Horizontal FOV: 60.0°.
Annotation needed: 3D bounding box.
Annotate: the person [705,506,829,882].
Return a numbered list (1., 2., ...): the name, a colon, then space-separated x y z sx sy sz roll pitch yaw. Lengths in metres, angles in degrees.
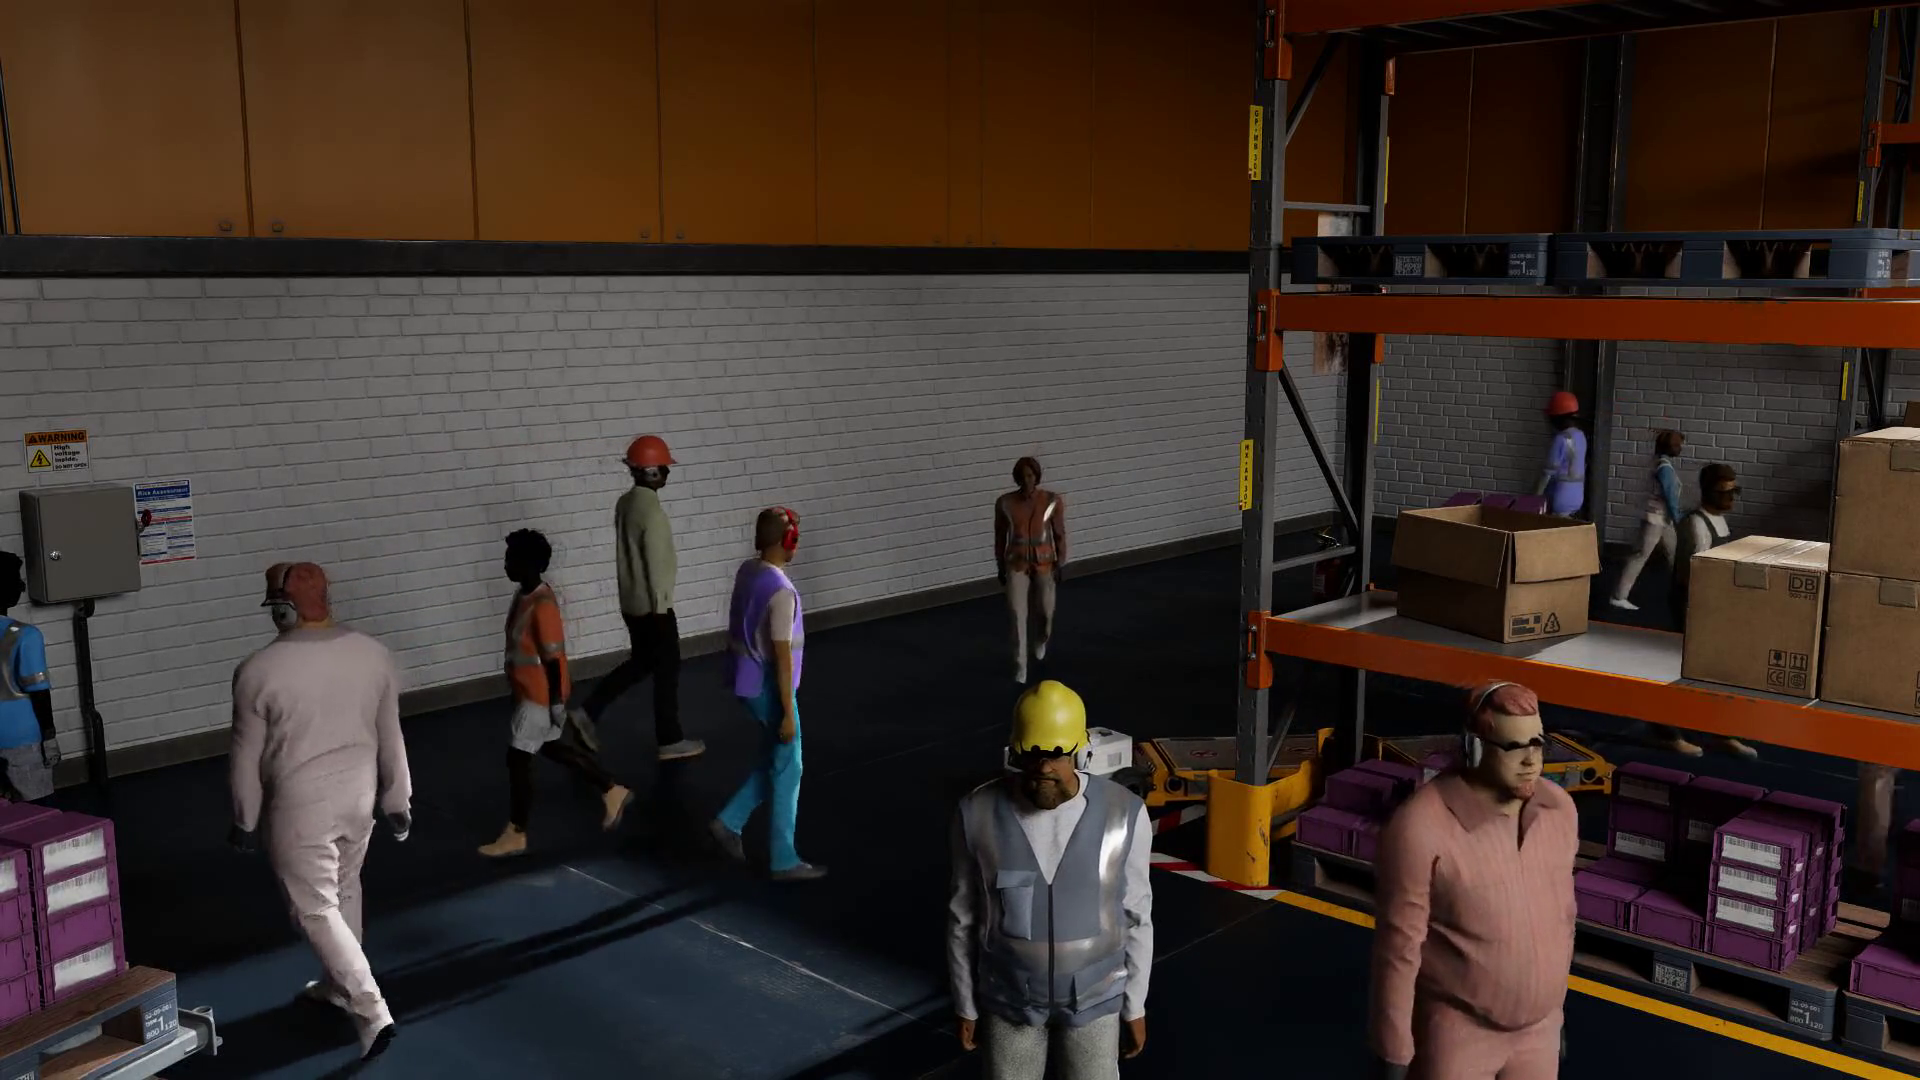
1. person: -0.931 0.745 8.009 0.473 1.820 0.618 -4 10 -24

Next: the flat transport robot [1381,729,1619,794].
1. flat transport robot: 3.033 1.281 9.470 1.431 0.197 0.652 -2 9 -10

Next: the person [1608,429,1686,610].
1. person: 6.026 -0.155 14.246 0.867 1.588 0.505 4 10 24

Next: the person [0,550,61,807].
1. person: -4.296 0.889 7.510 0.542 1.695 0.316 3 10 16

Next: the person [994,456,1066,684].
1. person: 0.509 0.186 12.066 0.517 1.624 0.655 0 9 2

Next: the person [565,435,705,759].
1. person: -1.938 0.363 9.879 0.755 1.976 0.615 -6 11 -31

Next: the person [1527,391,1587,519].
1. person: 5.090 -0.328 14.309 0.511 1.922 0.552 7 11 36

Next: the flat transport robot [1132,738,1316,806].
1. flat transport robot: 1.590 1.293 9.398 1.431 0.197 0.652 -1 9 -5

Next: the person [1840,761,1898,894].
1. person: 4.448 0.729 7.743 0.649 1.939 0.764 -3 10 -19

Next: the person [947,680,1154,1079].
1. person: 0.254 1.282 4.733 0.586 1.824 0.404 1 9 4

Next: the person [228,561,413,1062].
1. person: -2.378 1.005 6.281 0.876 1.874 0.642 6 11 35

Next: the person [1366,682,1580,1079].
1. person: 1.373 1.283 4.530 0.647 1.890 0.616 -4 10 -26

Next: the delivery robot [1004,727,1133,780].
1. delivery robot: 0.583 1.182 8.923 0.707 0.478 0.477 -7 11 -36

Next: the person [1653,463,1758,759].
1. person: 4.469 0.444 9.868 0.508 1.812 0.706 -8 12 -42

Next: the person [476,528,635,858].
1. person: -2.065 0.754 8.440 0.764 1.673 0.531 -3 10 -20
